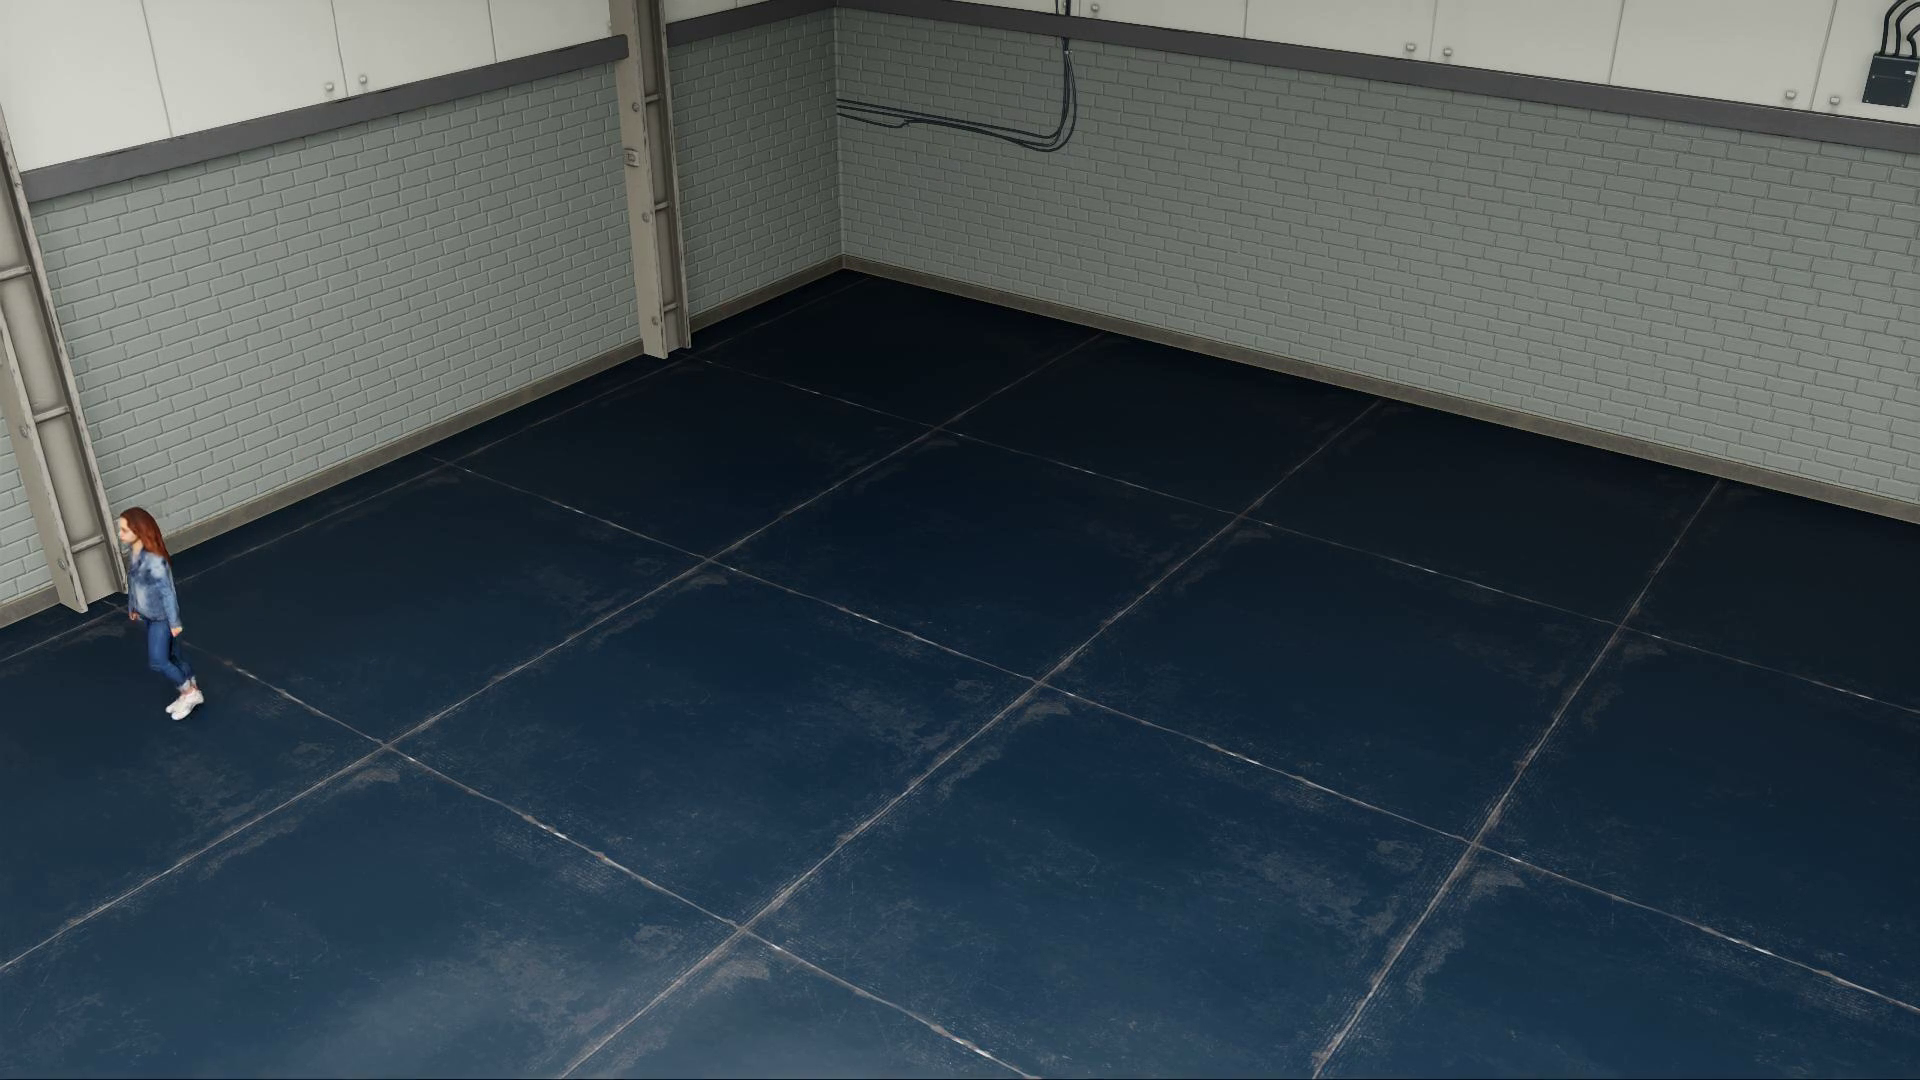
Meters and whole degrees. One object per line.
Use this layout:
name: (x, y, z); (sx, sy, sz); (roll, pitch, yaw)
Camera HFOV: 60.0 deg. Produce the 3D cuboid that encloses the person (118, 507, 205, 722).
person: (-5.041, 0.438, 10.616); (0.580, 1.469, 0.614); (-24, 36, -37)
